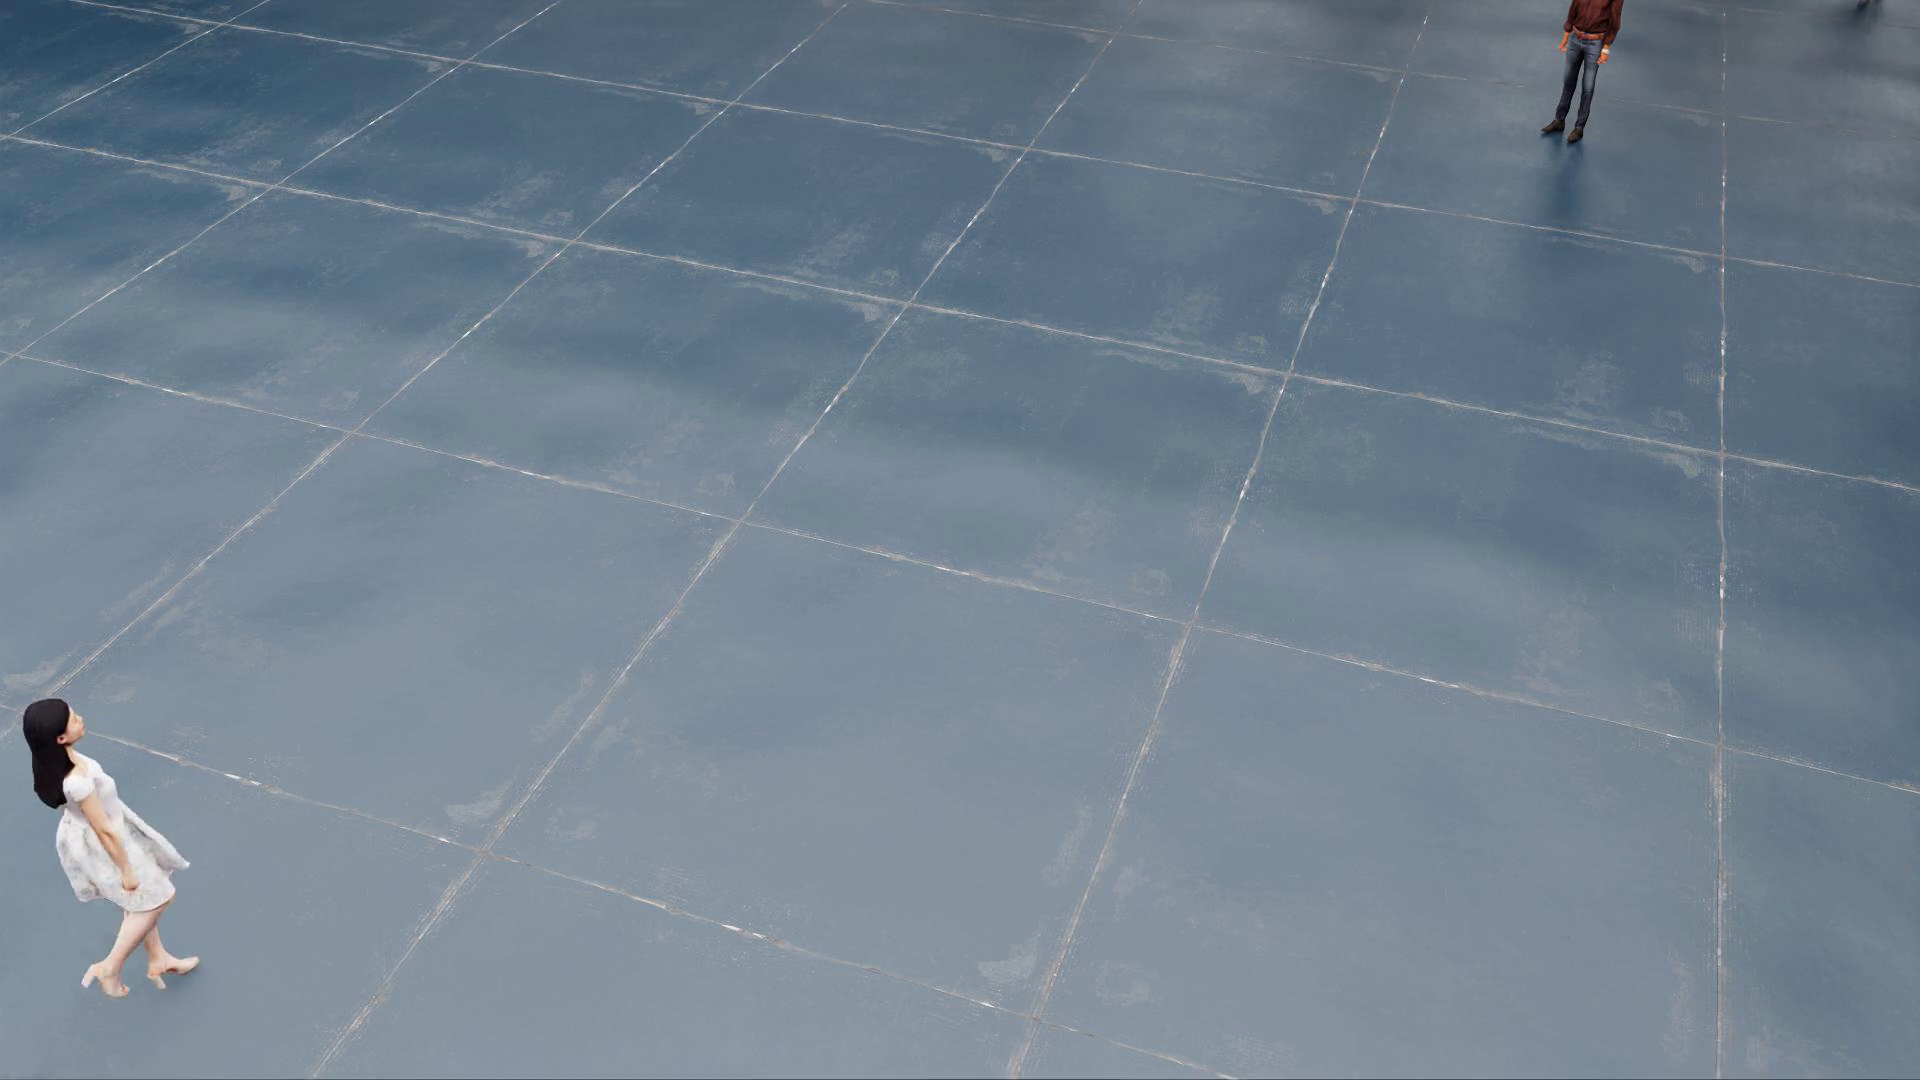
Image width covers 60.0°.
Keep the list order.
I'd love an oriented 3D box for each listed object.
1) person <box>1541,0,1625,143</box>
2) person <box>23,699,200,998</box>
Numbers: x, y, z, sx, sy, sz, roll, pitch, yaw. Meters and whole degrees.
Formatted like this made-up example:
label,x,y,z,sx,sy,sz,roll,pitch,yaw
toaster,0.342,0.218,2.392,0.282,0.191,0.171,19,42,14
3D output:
label,x,y,z,sx,sy,sz,roll,pitch,yaw
person,5.648,-4.481,14.941,0.706,1.782,0.720,-28,46,-31
person,-3.850,1.443,7.384,0.807,1.762,0.911,28,46,31
